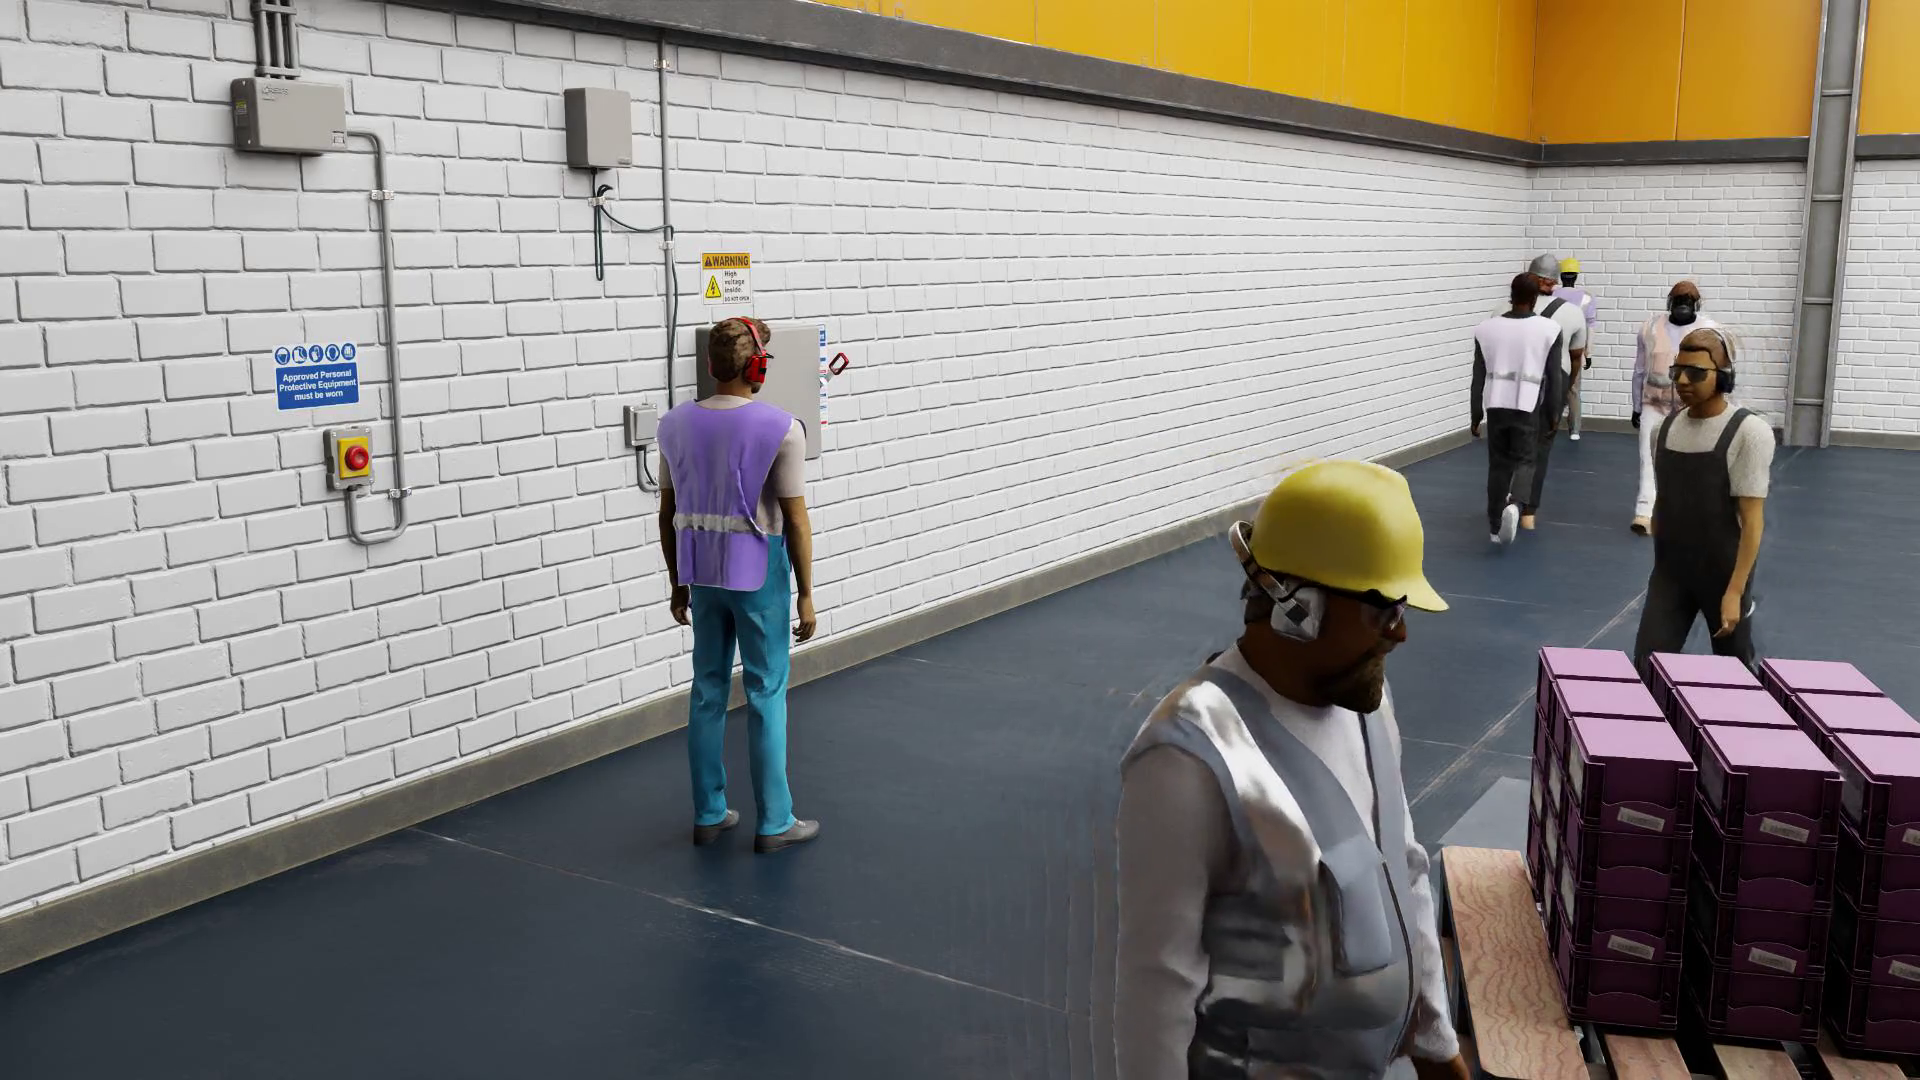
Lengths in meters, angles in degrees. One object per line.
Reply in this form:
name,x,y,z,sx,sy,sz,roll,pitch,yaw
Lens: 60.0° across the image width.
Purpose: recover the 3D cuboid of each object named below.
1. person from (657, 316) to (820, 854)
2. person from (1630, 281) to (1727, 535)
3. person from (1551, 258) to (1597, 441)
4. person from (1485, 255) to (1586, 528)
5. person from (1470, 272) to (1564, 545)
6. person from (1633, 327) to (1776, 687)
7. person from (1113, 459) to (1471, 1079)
person,-0.766,0.163,5.704,0.574,1.843,0.375,4,11,23
person,5.087,-0.920,11.830,0.648,1.800,0.903,6,12,29
person,6.368,-2.003,17.524,0.581,1.918,0.406,3,11,17
person,4.275,-1.146,12.420,0.694,2.000,0.978,4,11,20
person,3.788,-0.882,11.393,0.607,1.896,0.698,5,11,27
person,2.715,0.134,6.019,0.966,1.809,0.535,-6,12,-31
person,0.542,0.782,2.413,0.667,1.797,0.586,7,12,34
